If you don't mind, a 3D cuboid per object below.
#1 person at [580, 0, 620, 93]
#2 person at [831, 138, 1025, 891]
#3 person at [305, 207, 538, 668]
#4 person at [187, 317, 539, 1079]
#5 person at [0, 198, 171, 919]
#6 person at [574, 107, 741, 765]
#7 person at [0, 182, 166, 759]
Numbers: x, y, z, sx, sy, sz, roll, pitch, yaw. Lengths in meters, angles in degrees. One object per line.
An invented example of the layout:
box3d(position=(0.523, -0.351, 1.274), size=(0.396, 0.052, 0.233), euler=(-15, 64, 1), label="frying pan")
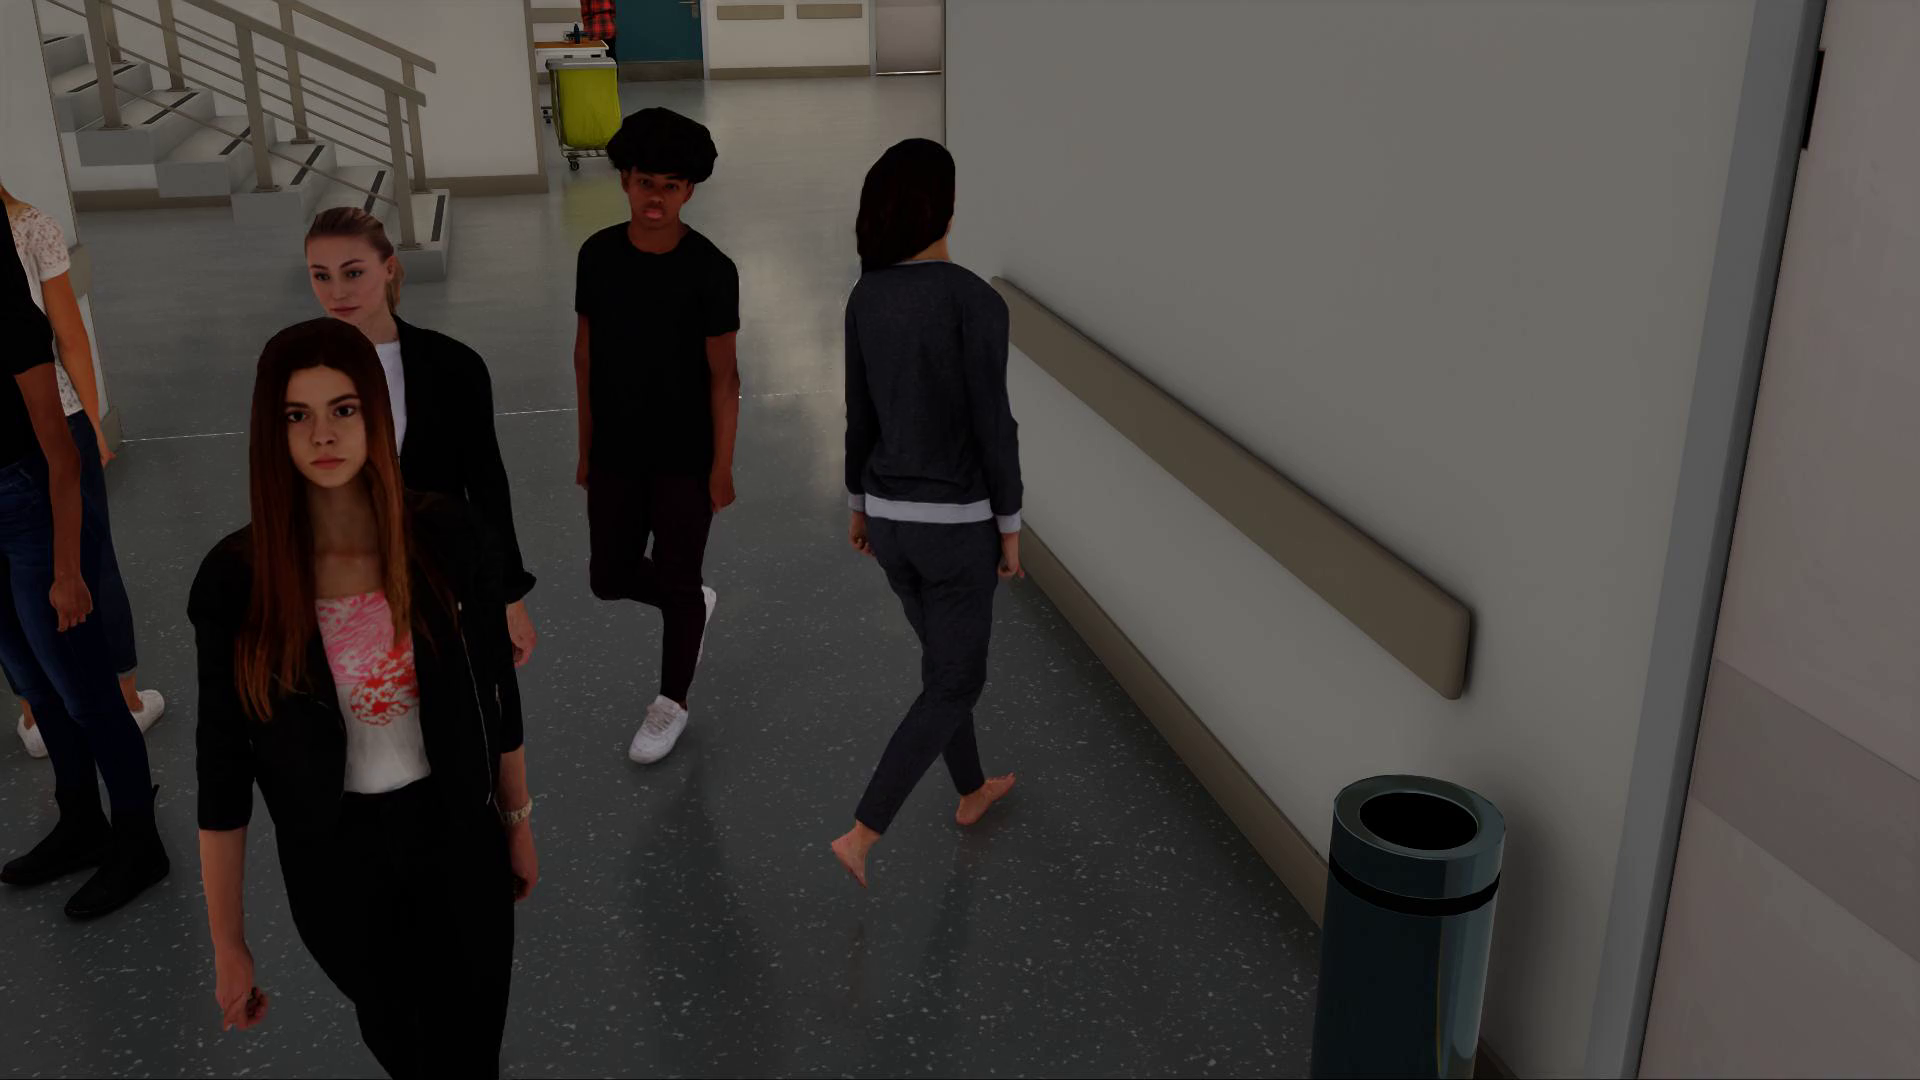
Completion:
box3d(position=(-4.544, -6.474, 20.982), size=(0.553, 1.700, 0.709), euler=(-10, 23, -25), label="person")
box3d(position=(-0.112, -0.003, 3.844), size=(1.034, 1.736, 1.137), euler=(15, 26, 35), label="person")
box3d(position=(-1.188, 0.124, 3.589), size=(0.788, 1.679, 0.758), euler=(-10, 23, -24), label="person")
box3d(position=(-0.912, 0.482, 2.668), size=(1.086, 1.663, 0.735), euler=(-7, 22, -17), label="person")
box3d(position=(-2.104, 0.025, 3.768), size=(0.662, 1.738, 0.715), euler=(13, 24, 30), label="person")
box3d(position=(-0.798, -0.288, 4.567), size=(0.936, 1.758, 0.959), euler=(7, 22, 17), label="person")
box3d(position=(-2.532, -0.278, 4.470), size=(0.466, 1.809, 0.662), euler=(-7, 22, -18), label="person")
